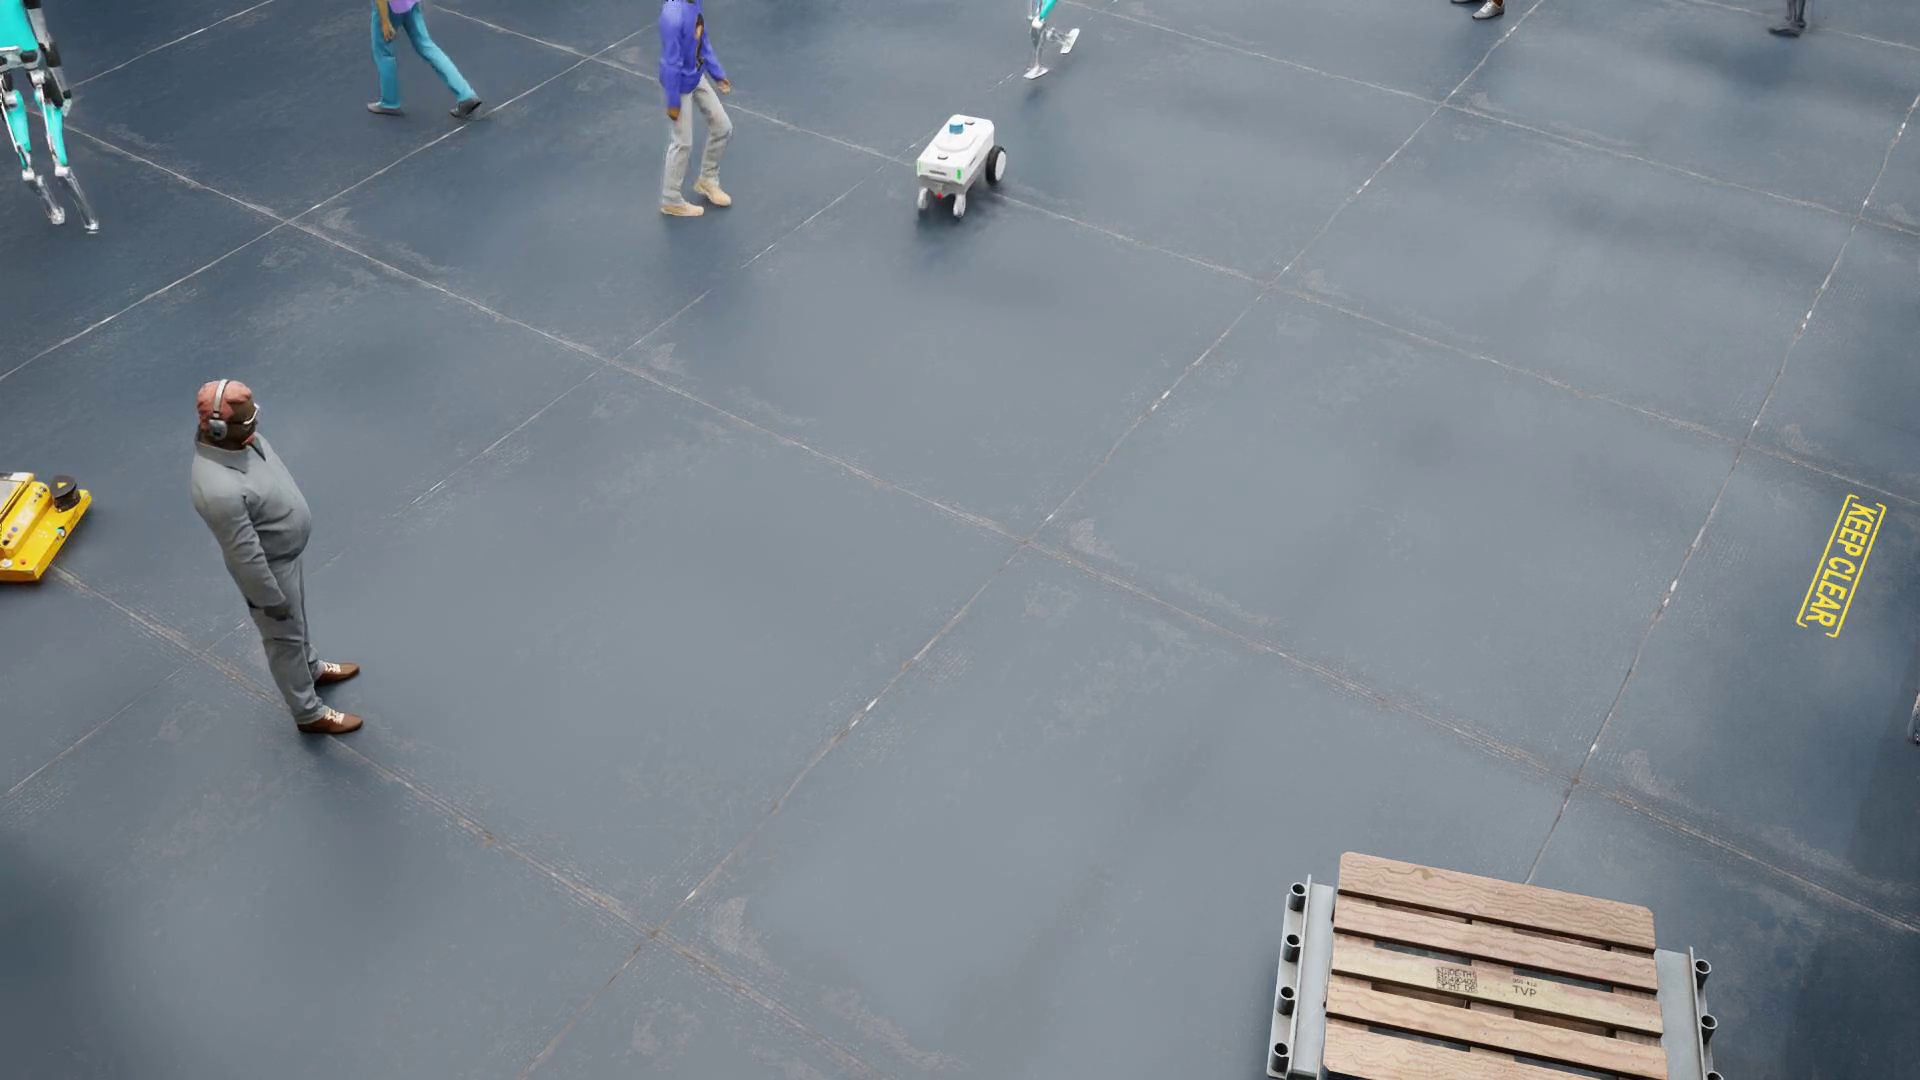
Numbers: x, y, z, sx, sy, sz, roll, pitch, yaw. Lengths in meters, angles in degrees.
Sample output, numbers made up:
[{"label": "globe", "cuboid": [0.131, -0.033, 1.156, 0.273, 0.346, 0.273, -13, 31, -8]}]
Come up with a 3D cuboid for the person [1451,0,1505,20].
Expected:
[{"label": "person", "cuboid": [4.393, -5.170, 13.312, 0.410, 1.939, 0.564, -12, 43, -13]}]

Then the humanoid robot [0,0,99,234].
[{"label": "humanoid robot", "cuboid": [-6.100, -2.797, 10.832, 0.530, 1.798, 0.811, -7, 42, -8]}]

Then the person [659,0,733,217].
[{"label": "person", "cuboid": [-1.794, -3.015, 11.003, 0.550, 1.834, 0.483, 9, 43, 10]}]

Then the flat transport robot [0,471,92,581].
[{"label": "flat transport robot", "cuboid": [-5.496, -0.085, 8.875, 1.431, 0.231, 0.659, 2, 42, 2]}]

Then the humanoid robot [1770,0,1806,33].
[{"label": "humanoid robot", "cuboid": [6.853, -4.864, 13.188, 0.607, 1.631, 0.531, -11, 43, -12]}]

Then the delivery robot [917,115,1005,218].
[{"label": "delivery robot", "cuboid": [-0.018, -2.635, 11.528, 0.499, 0.614, 0.812, 14, 44, 15]}]

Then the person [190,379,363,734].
[{"label": "person", "cuboid": [-3.074, 0.079, 7.470, 0.406, 1.901, 0.636, -10, 43, -11]}]

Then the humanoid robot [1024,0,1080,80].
[{"label": "humanoid robot", "cuboid": [0.650, -4.265, 12.457, 0.556, 1.730, 1.050, 25, 48, 25]}]

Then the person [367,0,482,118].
[{"label": "person", "cuboid": [-4.012, -3.867, 11.950, 0.889, 1.814, 0.573, 12, 43, 13]}]
